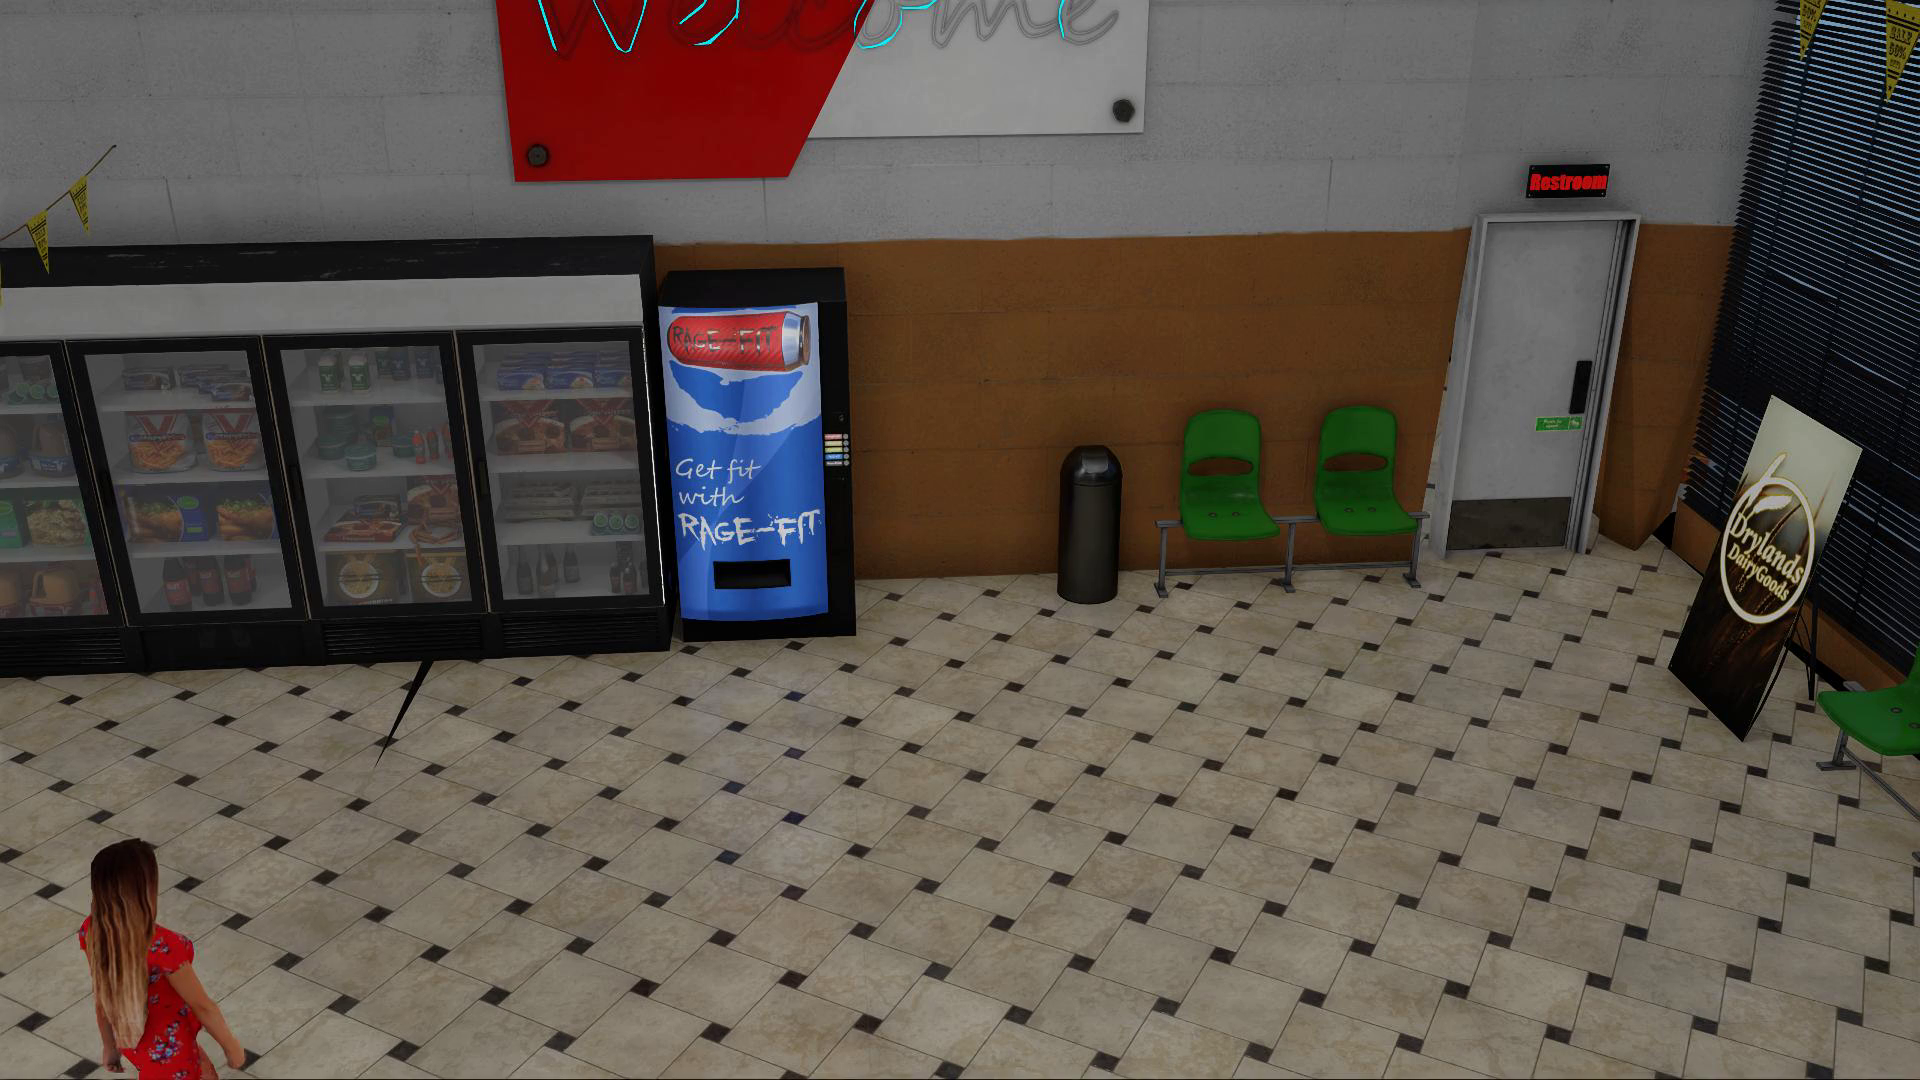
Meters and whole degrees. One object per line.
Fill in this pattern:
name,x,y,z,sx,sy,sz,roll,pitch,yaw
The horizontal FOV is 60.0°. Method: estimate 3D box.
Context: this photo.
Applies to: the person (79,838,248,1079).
person,-2.713,1.751,5.492,0.905,1.552,1.113,10,26,22
